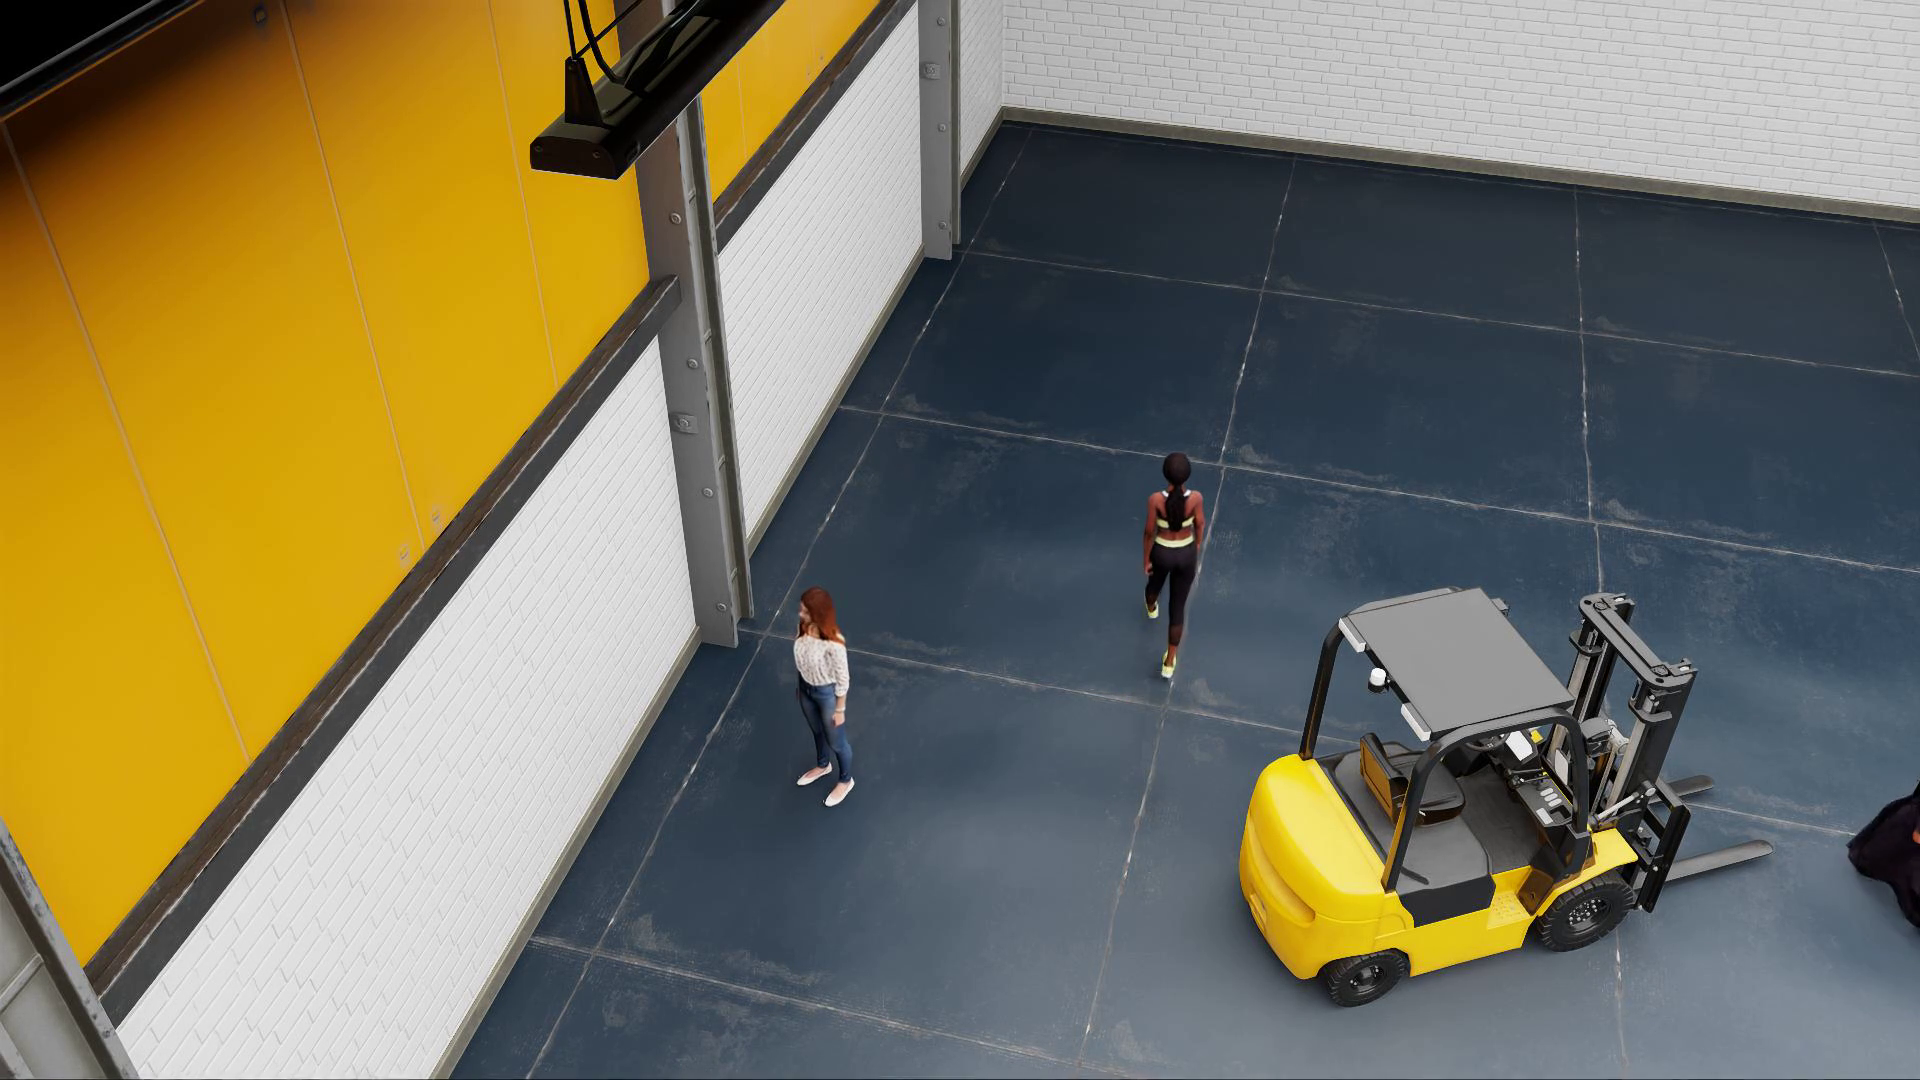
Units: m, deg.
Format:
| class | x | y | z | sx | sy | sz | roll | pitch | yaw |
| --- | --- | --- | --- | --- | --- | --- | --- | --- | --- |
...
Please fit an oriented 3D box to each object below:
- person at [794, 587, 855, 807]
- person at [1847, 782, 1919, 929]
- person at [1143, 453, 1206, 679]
| class | x | y | z | sx | sy | sz | roll | pitch | yaw |
| --- | --- | --- | --- | --- | --- | --- | --- | --- | --- |
| person | -0.865 | 0.964 | 10.628 | 0.675 | 1.729 | 0.658 | -30 | 47 | -32 |
| person | 5.855 | 1.684 | 9.826 | 0.935 | 1.605 | 1.193 | -6 | 39 | -8 |
| person | 1.494 | 0.200 | 11.600 | 0.693 | 1.710 | 1.131 | 3 | 39 | 4 |
